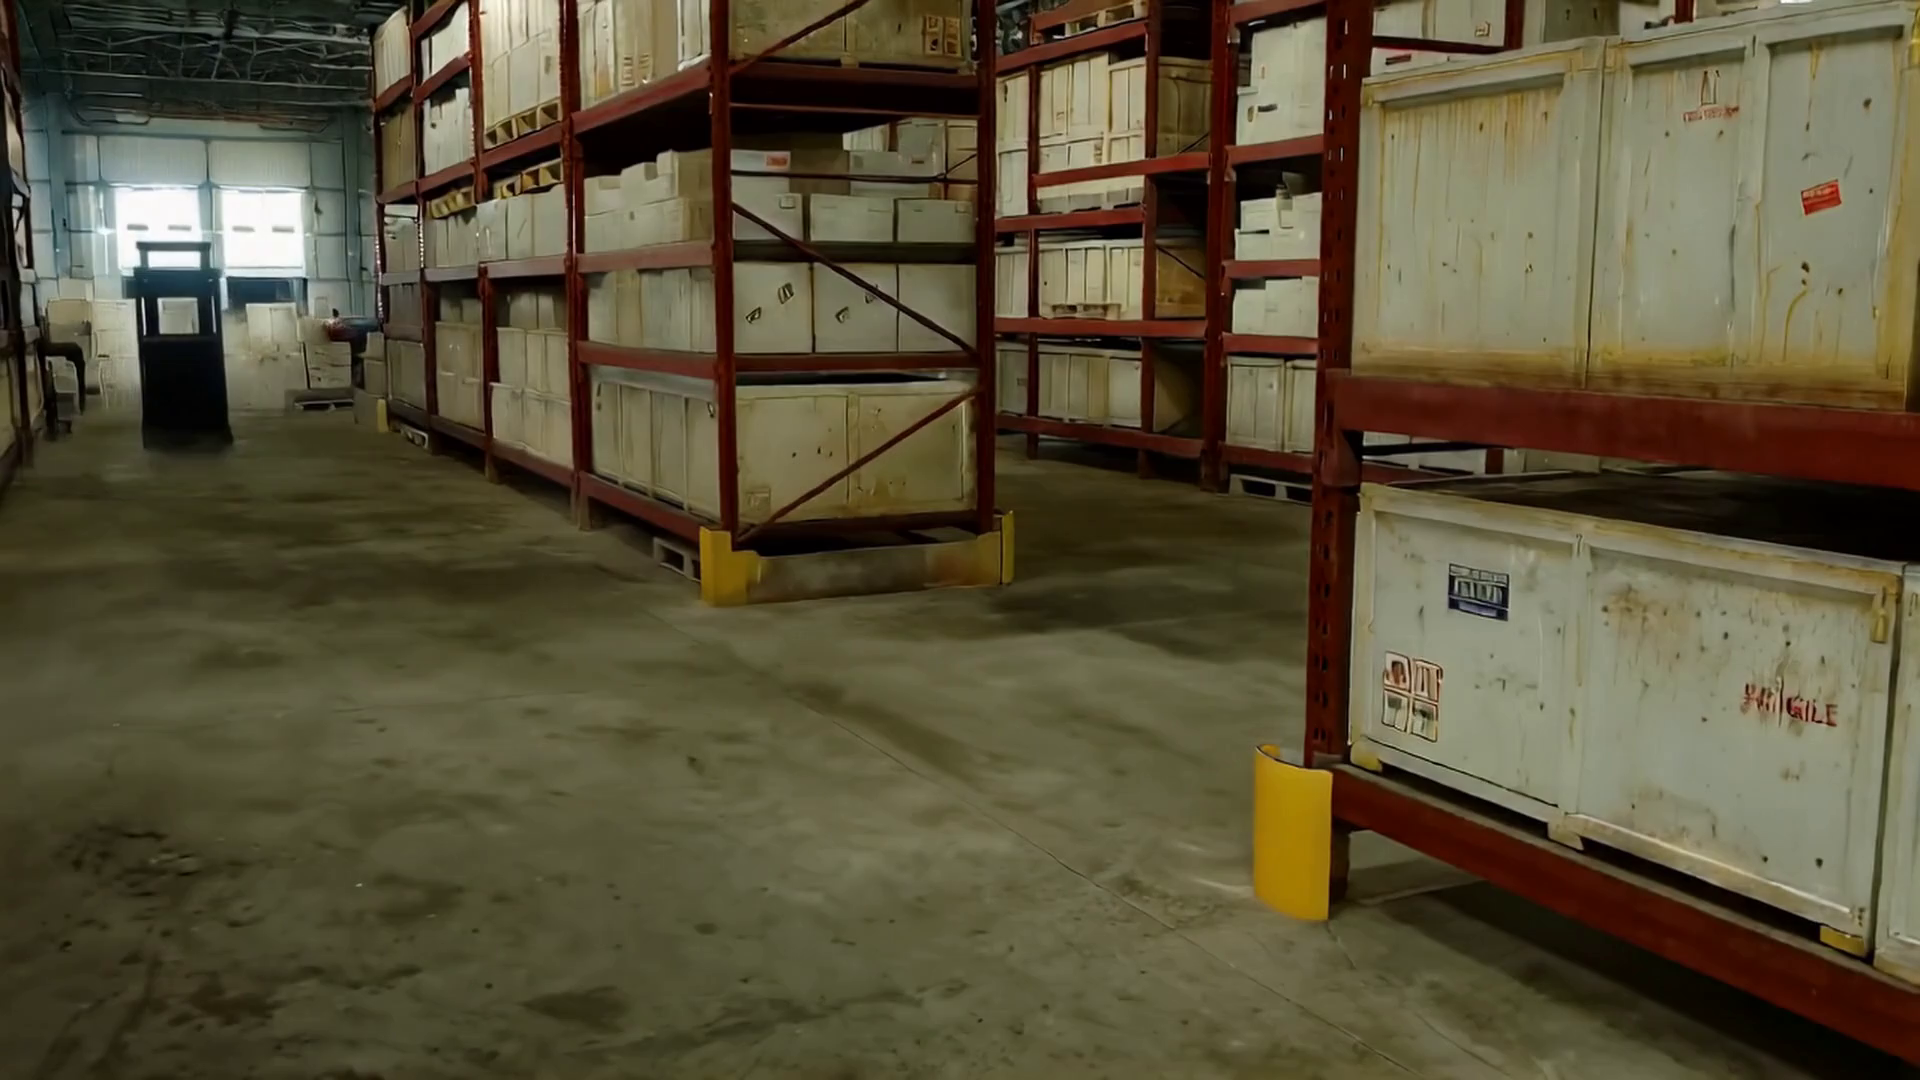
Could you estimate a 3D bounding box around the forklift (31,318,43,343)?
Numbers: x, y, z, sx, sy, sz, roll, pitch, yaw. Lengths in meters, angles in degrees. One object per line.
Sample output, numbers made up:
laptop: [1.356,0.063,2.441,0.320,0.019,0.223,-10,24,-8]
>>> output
forklift: [-30.587,-7.279,54.283,1.129,2.768,1.873,-4,9,-26]

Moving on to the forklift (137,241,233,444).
forklift: [-11.065,-2.828,23.589,1.129,2.768,1.873,-4,9,-26]

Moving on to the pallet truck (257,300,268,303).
pallet truck: [-23.913,-7.404,58.171,1.885,1.965,0.823,-1,8,-9]

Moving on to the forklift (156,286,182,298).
forklift: [-25.023,-7.020,52.496,1.873,2.768,1.129,6,10,35]
